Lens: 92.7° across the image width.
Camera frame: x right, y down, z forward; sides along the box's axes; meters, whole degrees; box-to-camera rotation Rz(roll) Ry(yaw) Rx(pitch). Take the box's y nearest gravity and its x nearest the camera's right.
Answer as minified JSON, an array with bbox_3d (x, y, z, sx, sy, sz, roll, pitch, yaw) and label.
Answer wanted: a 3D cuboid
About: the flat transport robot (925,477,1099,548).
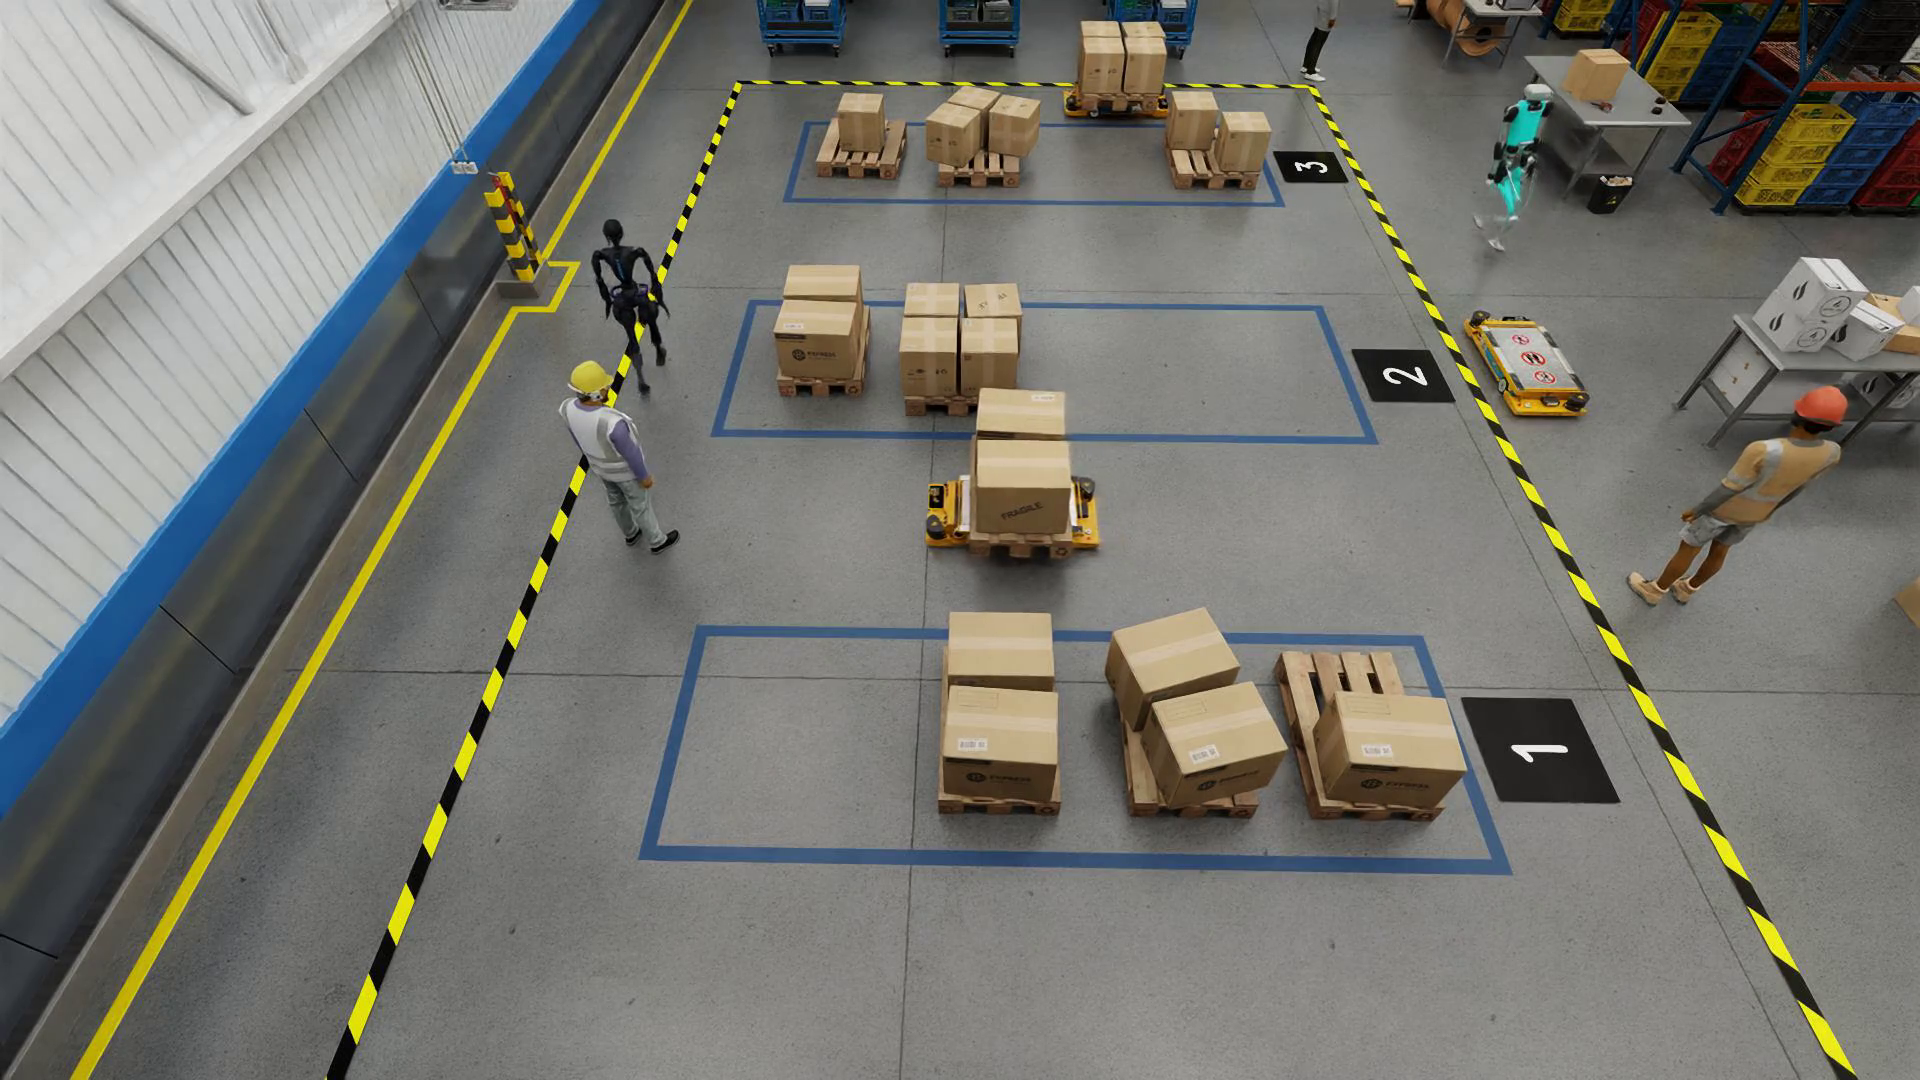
[{"bbox_3d":[0.434,-0.250,7.731,1.431,0.197,0.652,1,49,1],"label":"flat transport robot"}]

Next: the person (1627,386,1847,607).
[{"bbox_3d":[5.571,-0.259,6.587,0.613,2.039,0.381,-1,49,-1],"label":"person"}]

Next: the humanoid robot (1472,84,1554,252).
[{"bbox_3d":[6.071,-3.953,9.964,0.546,1.717,0.963,-10,50,-9],"label":"humanoid robot"}]

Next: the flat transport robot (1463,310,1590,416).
[{"bbox_3d":[5.573,-1.757,9.054,0.659,0.231,1.431,1,49,1],"label":"flat transport robot"}]

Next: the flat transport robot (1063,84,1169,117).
[{"bbox_3d":[2.186,-6.201,12.882,1.431,0.197,0.652,1,49,1],"label":"flat transport robot"}]

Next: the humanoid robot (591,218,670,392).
[{"bbox_3d":[-3.039,-2.172,8.516,0.593,1.646,0.742,-7,49,-6],"label":"humanoid robot"}]

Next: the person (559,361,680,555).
[{"bbox_3d":[-2.610,-0.593,7.019,0.587,1.822,0.403,22,53,18],"label":"person"}]

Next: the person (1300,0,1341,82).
[{"bbox_3d":[5.256,-7.539,13.012,0.372,1.852,0.590,3,49,2],"label":"person"}]
